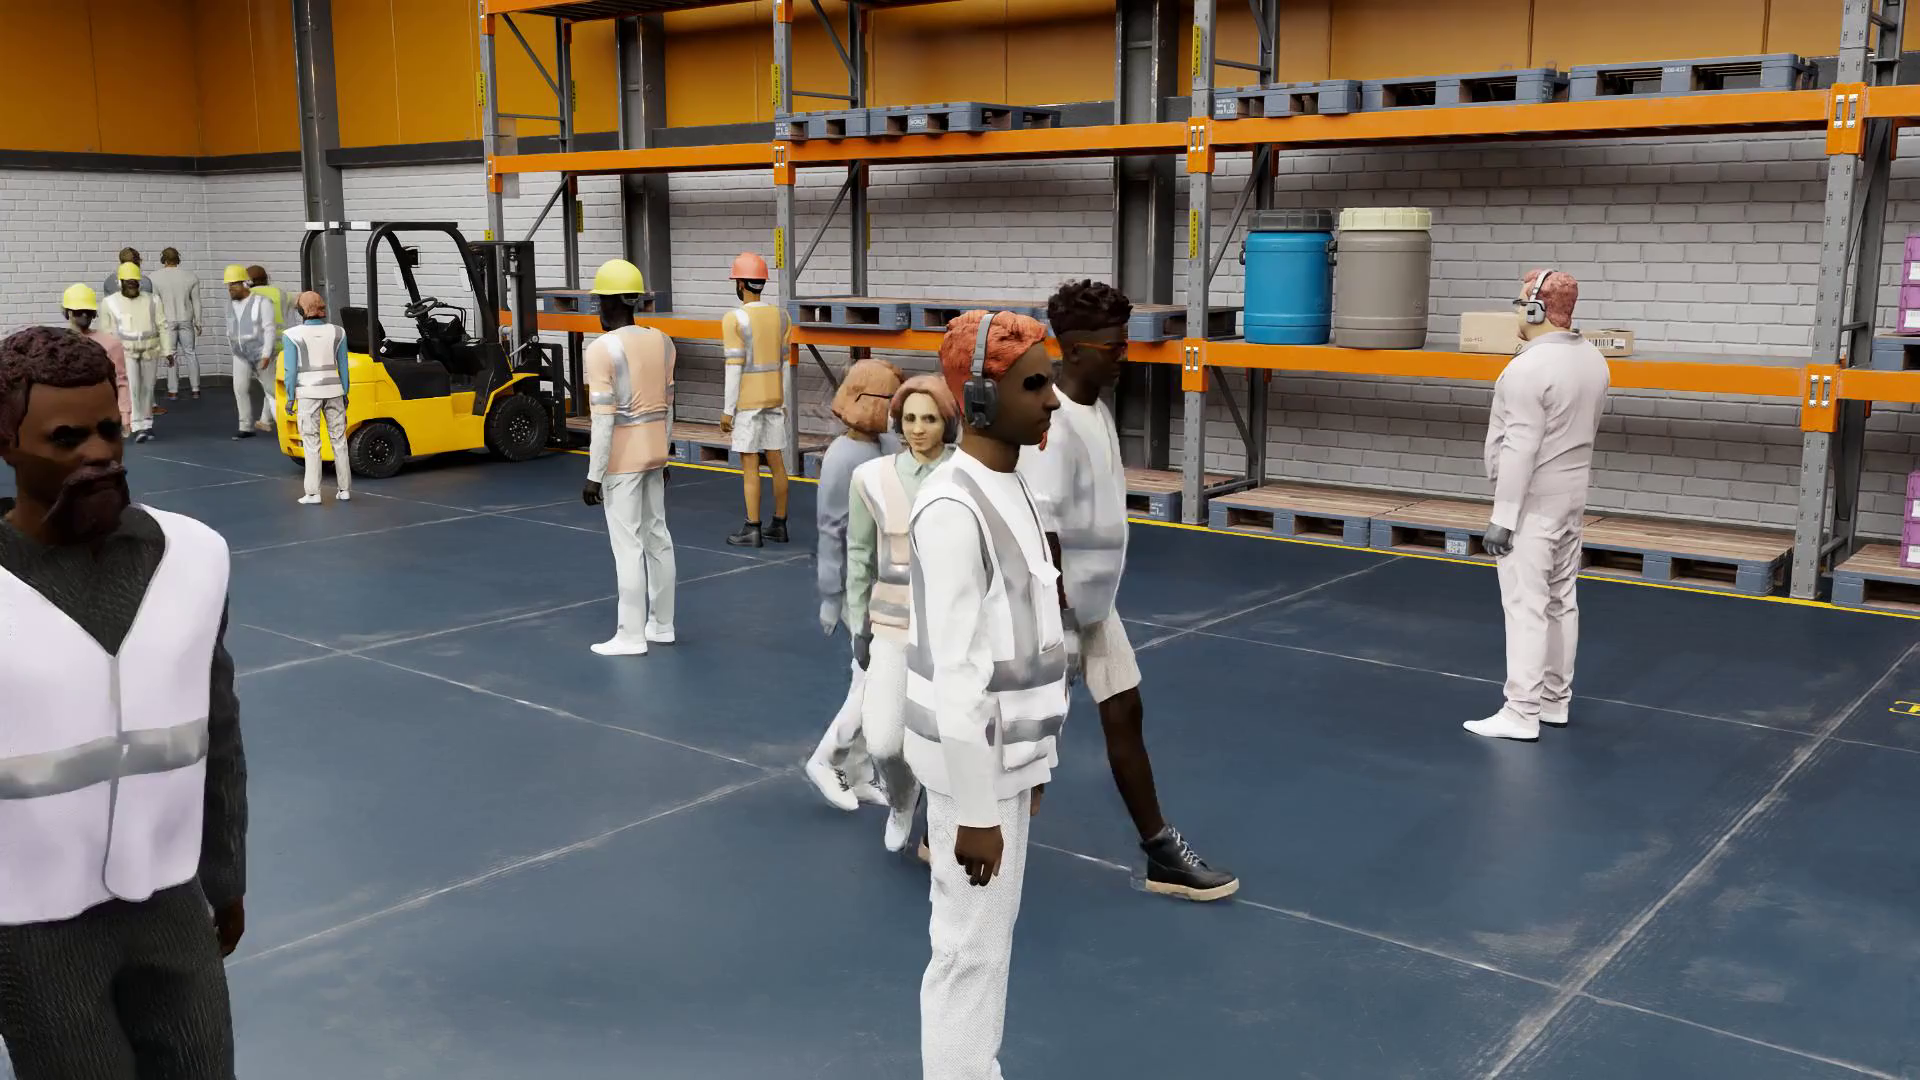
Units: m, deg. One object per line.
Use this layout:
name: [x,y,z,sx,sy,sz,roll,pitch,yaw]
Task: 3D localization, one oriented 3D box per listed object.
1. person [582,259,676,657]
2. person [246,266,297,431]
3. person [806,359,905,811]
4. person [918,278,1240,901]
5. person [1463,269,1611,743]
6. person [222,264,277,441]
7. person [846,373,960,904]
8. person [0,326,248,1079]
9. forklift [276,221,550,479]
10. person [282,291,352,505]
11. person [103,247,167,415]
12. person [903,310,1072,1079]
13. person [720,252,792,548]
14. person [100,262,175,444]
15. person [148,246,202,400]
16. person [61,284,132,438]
person: [-1.620,-0.392,8.111,0.370,1.929,0.585,5,12,28]
person: [-7.206,-1.960,17.299,0.628,1.766,1.033,-9,13,-40]
person: [-0.306,0.176,5.840,0.360,1.620,0.502,4,11,19]
person: [0.318,0.163,5.094,1.027,1.915,0.634,5,11,24]
person: [2.329,-0.136,6.758,0.641,1.909,0.409,-10,14,-43]
person: [-7.173,-1.929,17.033,0.611,1.794,0.811,2,10,12]
person: [-0.091,0.295,5.158,0.519,1.628,0.413,1,10,4]
person: [-1.472,0.592,2.760,0.667,1.897,0.597,6,12,32]
forklift: [-4.922,-1.741,14.854,1.214,2.155,2.313,8,13,38]
person: [-4.921,-1.086,12.762,0.308,1.640,0.511,10,14,44]
person: [-9.530,-2.400,19.210,0.635,1.938,0.361,3,11,15]
person: [0.068,0.473,3.451,0.355,1.882,0.576,2,10,10]
person: [-1.362,-0.918,10.999,0.364,1.939,0.542,9,14,42]
person: [-8.218,-1.867,16.660,0.609,1.791,0.898,-7,13,-35]
person: [-9.983,-2.756,21.182,0.633,1.938,0.356,-8,13,-37]
person: [-5.744,-0.808,10.959,0.538,1.727,0.781,-8,13,-36]
